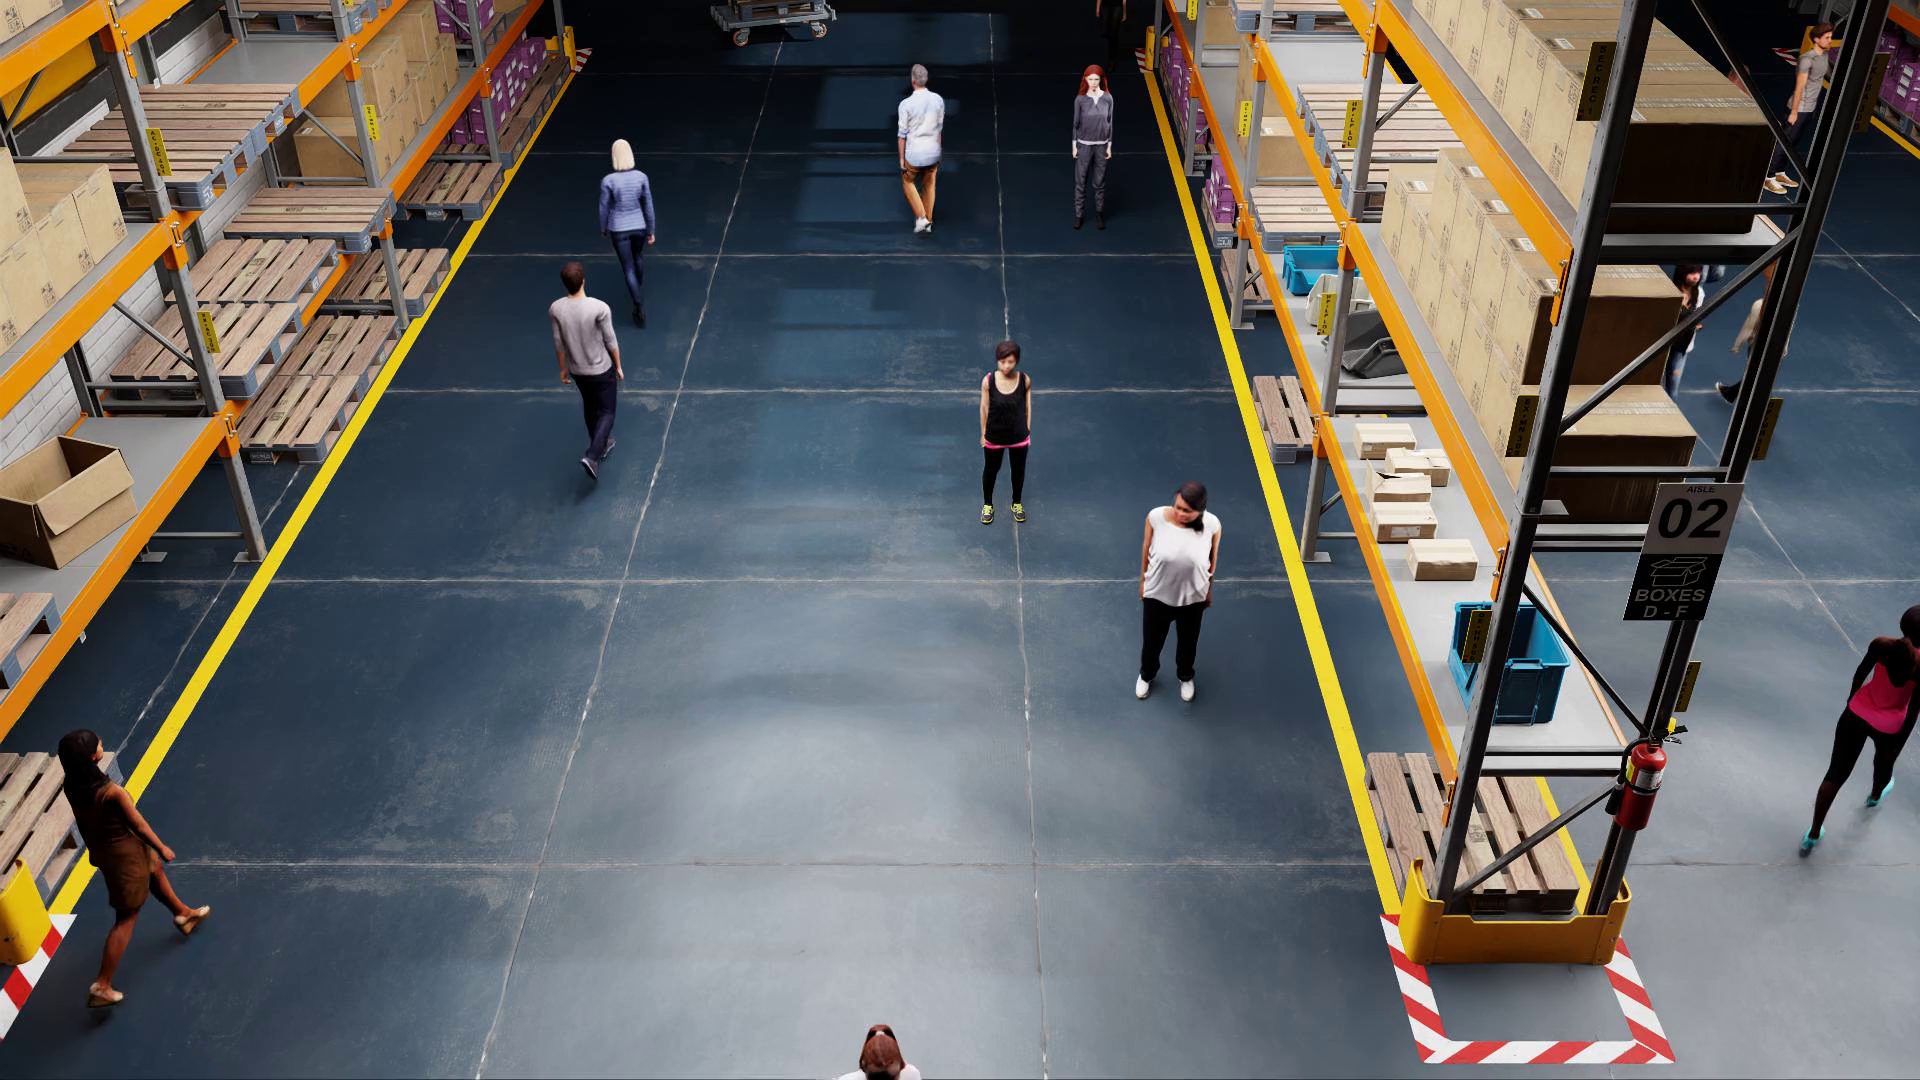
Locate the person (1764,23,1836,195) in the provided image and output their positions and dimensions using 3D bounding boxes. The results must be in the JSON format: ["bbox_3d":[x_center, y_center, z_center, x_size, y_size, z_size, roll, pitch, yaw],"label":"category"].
[{"bbox_3d":[9.425,-4.853,18.637,0.725,1.894,0.773,-27,42,-34],"label":"person"}]

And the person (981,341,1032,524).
[{"bbox_3d":[0.363,-0.850,12.923,0.558,1.552,0.518,-3,34,-4],"label":"person"}]

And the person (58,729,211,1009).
[{"bbox_3d":[-4.538,1.765,8.899,0.921,1.651,1.155,17,37,24],"label":"person"}]

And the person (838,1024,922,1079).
[{"bbox_3d":[-0.365,2.729,7.381,0.723,1.726,0.932,-10,35,-15],"label":"person"}]

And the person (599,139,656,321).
[{"bbox_3d":[-3.158,-2.932,15.918,1.006,1.704,1.221,-17,37,-23],"label":"person"}]

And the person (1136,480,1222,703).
[{"bbox_3d":[1.442,0.319,11.040,0.687,1.689,0.653,5,34,8],"label":"person"}]

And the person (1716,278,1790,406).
[{"bbox_3d":[6.852,-1.571,14.124,0.739,1.424,1.066,-9,35,-13],"label":"person"}]

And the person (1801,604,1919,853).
[{"bbox_3d":[5.338,1.147,9.815,1.065,1.667,1.125,29,43,36],"label":"person"}]

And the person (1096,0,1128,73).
[{"bbox_3d":[2.076,-7.155,22.348,0.802,1.618,0.966,14,36,20],"label":"person"}]

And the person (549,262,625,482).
[{"bbox_3d":[-3.010,-1.346,13.427,0.820,1.821,1.116,6,34,9],"label":"person"}]

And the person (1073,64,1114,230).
[{"bbox_3d":[1.414,-4.196,17.753,0.559,1.778,0.480,0,34,0],"label":"person"}]

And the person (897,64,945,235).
[{"bbox_3d":[-0.364,-4.064,17.522,0.838,1.813,0.913,-13,36,-19],"label":"person"}]
